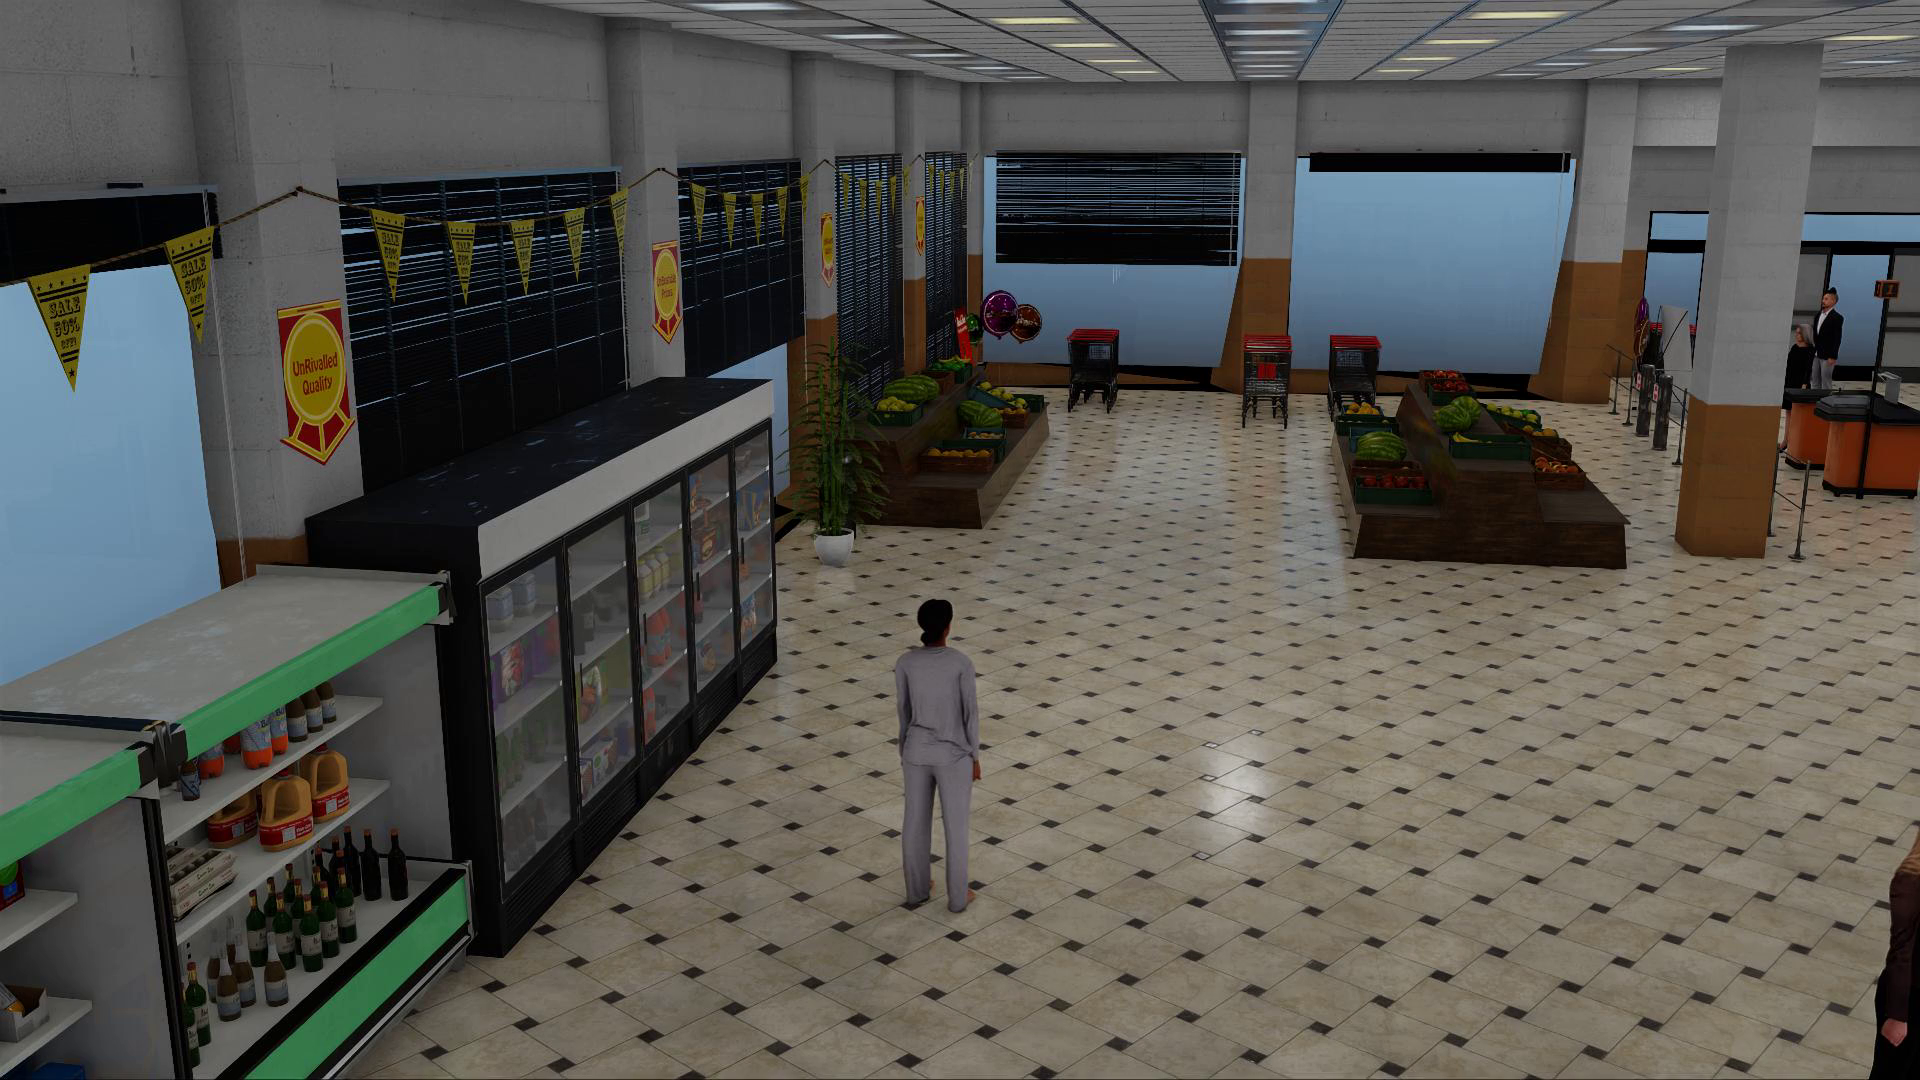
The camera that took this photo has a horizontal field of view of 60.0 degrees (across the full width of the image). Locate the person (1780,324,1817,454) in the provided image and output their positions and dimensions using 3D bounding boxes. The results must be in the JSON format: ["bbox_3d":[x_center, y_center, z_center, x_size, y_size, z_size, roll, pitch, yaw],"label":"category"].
[{"bbox_3d":[11.115,-2.004,22.109,0.738,1.747,0.625,-3,14,-12],"label":"person"}]

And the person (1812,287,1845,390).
[{"bbox_3d":[13.074,-2.843,25.136,0.841,1.949,0.673,-3,14,-12],"label":"person"}]

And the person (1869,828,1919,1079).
[{"bbox_3d":[3.774,1.794,6.555,0.674,1.696,0.712,-8,16,-29],"label":"person"}]

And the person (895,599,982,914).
[{"bbox_3d":[-0.124,1.166,9.060,0.663,1.735,0.610,5,15,20],"label":"person"}]
